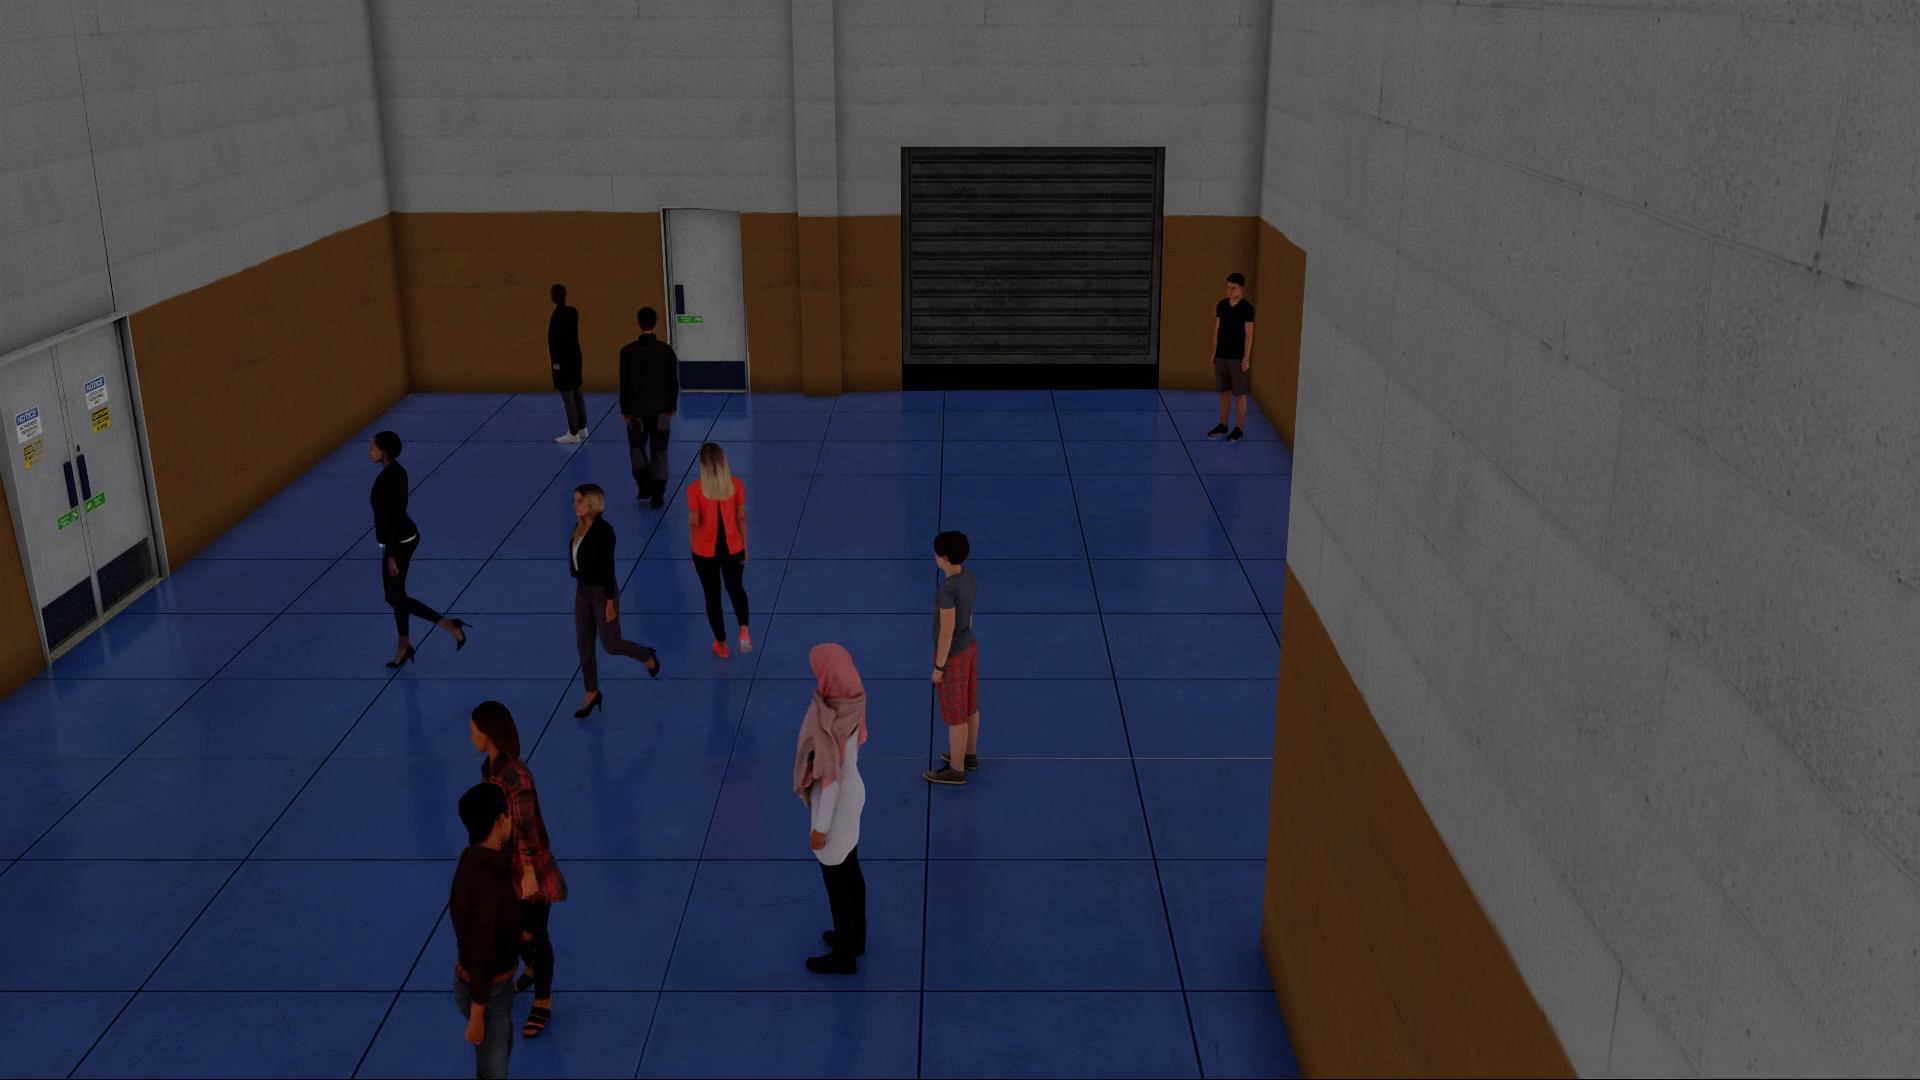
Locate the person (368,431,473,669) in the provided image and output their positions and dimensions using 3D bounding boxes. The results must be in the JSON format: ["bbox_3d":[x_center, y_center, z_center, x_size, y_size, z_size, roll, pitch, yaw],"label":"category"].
[{"bbox_3d":[-4.002,0.100,12.144,0.900,1.819,0.637,-1,19,-3],"label":"person"}]

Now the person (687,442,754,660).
[{"bbox_3d":[-1.765,0.123,12.290,0.843,1.682,0.826,-7,20,-21],"label":"person"}]

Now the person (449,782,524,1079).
[{"bbox_3d":[-2.019,1.901,6.922,0.751,1.742,0.867,-1,19,-4],"label":"person"}]

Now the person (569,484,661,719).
[{"bbox_3d":[-2.421,0.411,11.483,0.955,1.652,1.001,17,25,40],"label":"person"}]

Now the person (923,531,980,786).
[{"bbox_3d":[-0.023,0.732,10.511,0.662,1.651,0.668,8,20,24],"label":"person"}]

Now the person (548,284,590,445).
[{"bbox_3d":[-4.315,-1.952,18.319,0.647,1.761,0.695,5,19,15],"label":"person"}]

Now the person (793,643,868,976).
[{"bbox_3d":[-0.619,1.357,8.440,0.697,1.803,0.706,6,20,18],"label":"person"}]

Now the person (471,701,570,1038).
[{"bbox_3d":[-2.106,1.581,7.957,0.721,1.687,0.782,10,21,28],"label":"person"}]

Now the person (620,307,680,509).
[{"bbox_3d":[-2.979,-1.246,15.964,0.712,1.929,0.866,-5,19,-14],"label":"person"}]

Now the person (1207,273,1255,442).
[{"bbox_3d":[3.036,-2.049,18.448,0.805,1.862,0.752,-17,25,-40],"label":"person"}]
